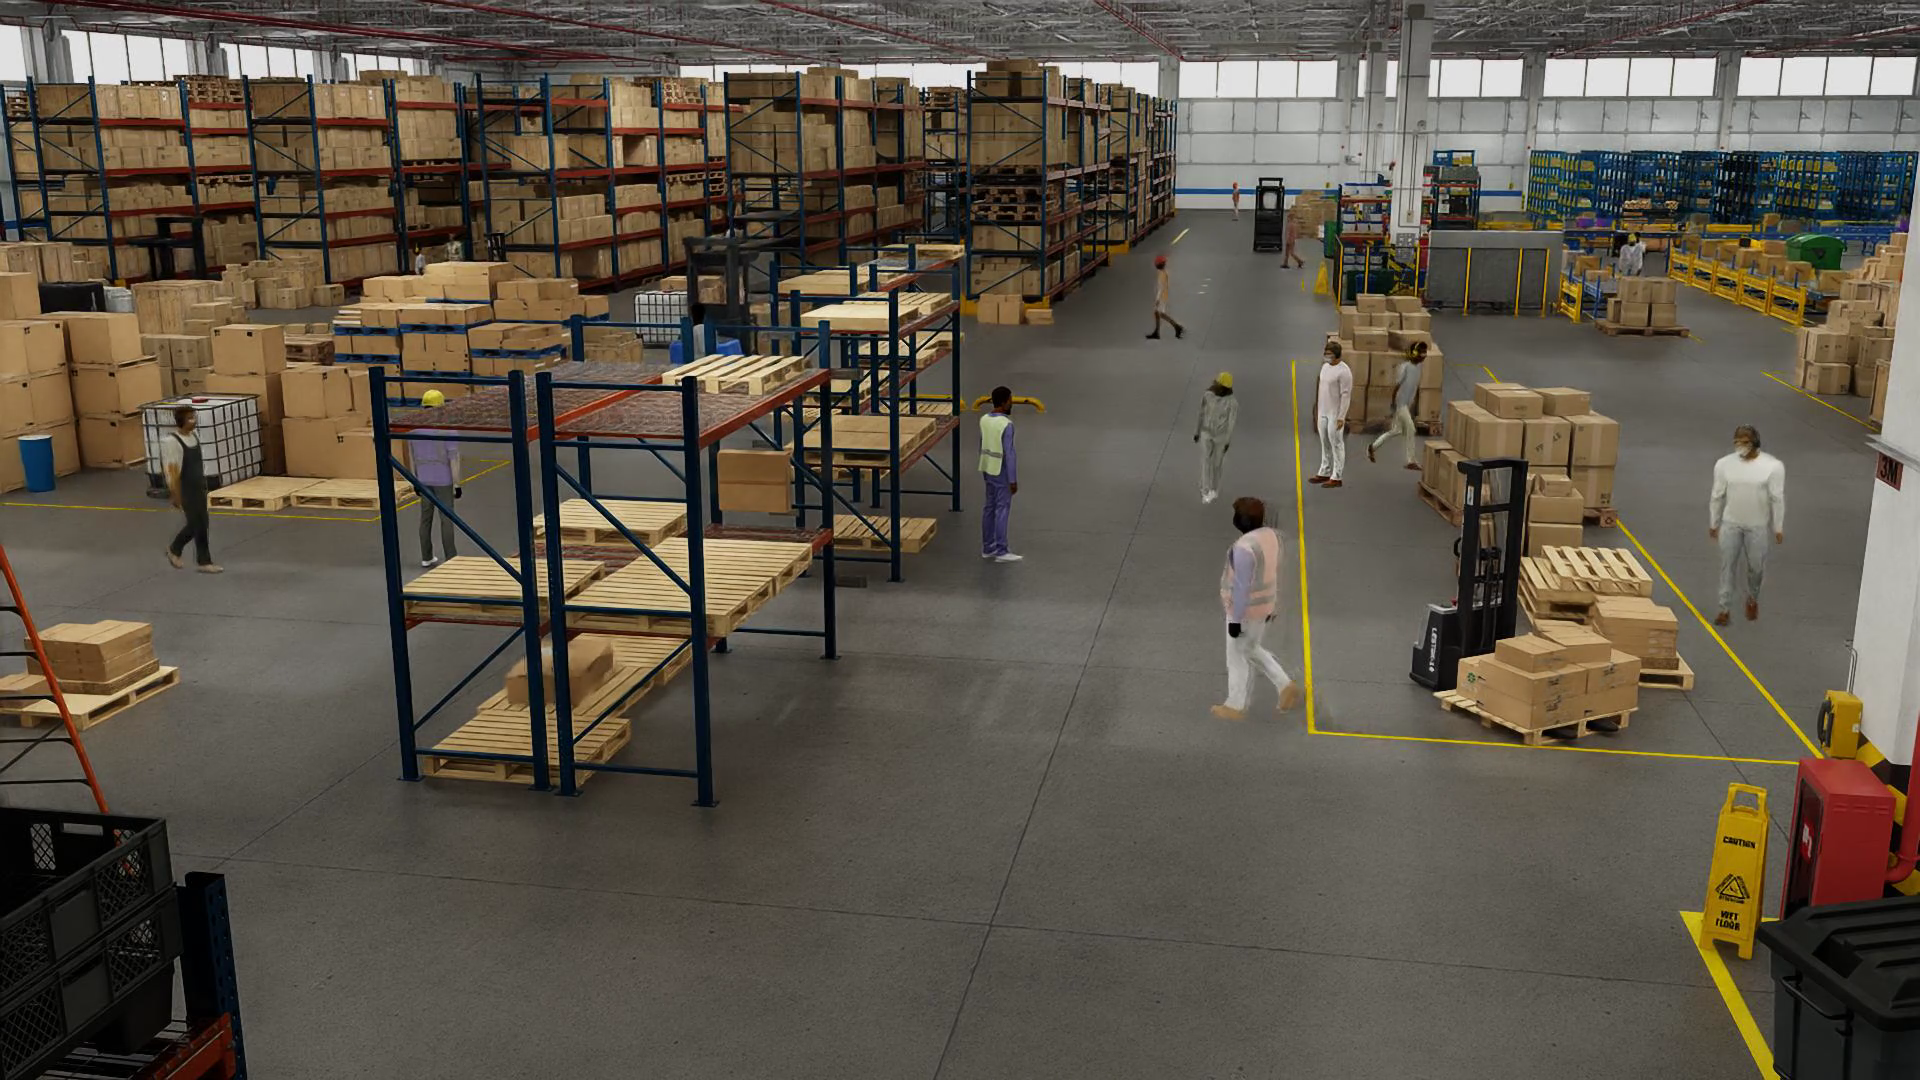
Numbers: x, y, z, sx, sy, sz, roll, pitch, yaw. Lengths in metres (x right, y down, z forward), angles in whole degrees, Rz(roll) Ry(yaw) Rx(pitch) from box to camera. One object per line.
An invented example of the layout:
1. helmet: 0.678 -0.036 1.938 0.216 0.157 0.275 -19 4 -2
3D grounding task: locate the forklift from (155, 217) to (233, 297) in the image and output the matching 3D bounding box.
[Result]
1. forklift: -16.462 -5.466 35.396 1.129 2.768 1.873 3 14 10

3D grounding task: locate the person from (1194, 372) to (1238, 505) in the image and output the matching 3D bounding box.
1. person: 3.175 -1.272 20.818 0.549 1.678 0.854 4 14 16

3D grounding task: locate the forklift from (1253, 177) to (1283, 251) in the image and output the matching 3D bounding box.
1. forklift: 12.083 -12.747 64.956 1.129 2.768 1.873 3 14 10

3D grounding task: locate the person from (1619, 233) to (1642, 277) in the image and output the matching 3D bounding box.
1. person: 18.685 -7.633 46.363 0.608 1.823 0.428 2 14 10

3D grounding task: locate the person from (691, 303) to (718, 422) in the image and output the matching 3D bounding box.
1. person: -4.086 -2.747 26.235 0.366 1.967 0.603 13 19 42

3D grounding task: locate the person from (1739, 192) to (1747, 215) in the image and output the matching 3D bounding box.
1. person: 38.390 -16.314 81.694 0.592 1.791 0.999 2 14 7

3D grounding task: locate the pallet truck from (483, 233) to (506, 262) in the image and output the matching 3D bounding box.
1. pallet truck: -11.832 -7.026 43.548 1.885 1.965 0.823 8 16 28

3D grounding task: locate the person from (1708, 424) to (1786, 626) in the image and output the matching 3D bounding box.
1. person: 7.440 -0.144 15.753 0.675 1.933 0.510 11 18 38

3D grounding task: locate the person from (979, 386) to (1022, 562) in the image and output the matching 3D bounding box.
1. person: 0.420 -0.717 18.095 0.380 1.918 0.596 -9 16 -31

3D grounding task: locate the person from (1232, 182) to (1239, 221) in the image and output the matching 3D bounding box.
1. person: 14.305 -17.582 86.443 0.409 1.987 0.607 1 14 6

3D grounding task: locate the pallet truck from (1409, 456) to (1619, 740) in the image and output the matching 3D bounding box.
1. pallet truck: 4.504 0.400 13.395 0.823 1.965 1.885 -6 15 -23

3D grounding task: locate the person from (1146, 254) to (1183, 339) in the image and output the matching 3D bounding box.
1. person: 4.611 -5.446 37.325 0.755 1.914 0.548 3 14 10

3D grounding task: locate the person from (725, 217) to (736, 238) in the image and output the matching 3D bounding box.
1. person: -7.293 -9.344 53.121 0.371 1.916 0.597 -5 15 -21

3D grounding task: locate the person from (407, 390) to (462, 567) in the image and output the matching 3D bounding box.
1. person: -5.613 -0.654 17.852 0.585 1.918 0.410 3 14 14

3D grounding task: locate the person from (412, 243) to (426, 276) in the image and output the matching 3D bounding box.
1. person: -13.587 -6.538 41.837 0.325 1.872 0.528 -3 14 -12

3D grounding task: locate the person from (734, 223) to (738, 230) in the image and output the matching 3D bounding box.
1. person: -9.516 -13.162 69.269 0.549 1.597 0.569 -7 16 -28

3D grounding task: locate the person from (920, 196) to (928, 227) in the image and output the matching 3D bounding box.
1. person: -1.802 -16.089 80.707 0.617 1.818 0.558 4 14 15

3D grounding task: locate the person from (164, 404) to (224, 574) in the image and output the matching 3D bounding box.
1. person: -8.118 -0.520 17.473 0.490 1.832 0.547 2 14 10

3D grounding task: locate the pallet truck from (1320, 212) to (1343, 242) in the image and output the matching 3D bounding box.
1. pallet truck: 15.874 -13.227 70.310 0.680 1.201 1.601 10 17 35

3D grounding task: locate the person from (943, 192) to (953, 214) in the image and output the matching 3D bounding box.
1. person: -0.640 -19.123 92.892 0.638 1.897 0.930 -9 16 -31

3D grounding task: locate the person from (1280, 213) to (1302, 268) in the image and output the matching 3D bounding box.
1. person: 11.294 -10.166 56.546 0.740 1.886 0.657 7 15 25

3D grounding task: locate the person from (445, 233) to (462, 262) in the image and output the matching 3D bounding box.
1. person: -15.136 -8.379 49.809 0.527 1.617 0.625 2 14 9

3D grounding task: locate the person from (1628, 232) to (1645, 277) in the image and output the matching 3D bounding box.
1. person: 20.065 -8.318 49.435 0.547 1.680 0.378 3 14 13

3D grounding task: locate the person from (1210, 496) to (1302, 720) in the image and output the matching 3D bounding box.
1. person: 2.339 0.558 13.108 0.610 1.829 0.632 9 16 32

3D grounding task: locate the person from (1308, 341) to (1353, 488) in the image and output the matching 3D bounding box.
1. person: 4.886 -1.654 21.864 0.373 1.937 0.629 -5 15 -20

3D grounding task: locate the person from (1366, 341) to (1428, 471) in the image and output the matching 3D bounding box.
1. person: 6.115 -1.896 23.140 0.916 1.813 0.536 12 18 40

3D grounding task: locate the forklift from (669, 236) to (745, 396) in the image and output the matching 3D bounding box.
1. forklift: -4.285 -3.859 28.871 1.129 2.768 1.873 3 14 10
